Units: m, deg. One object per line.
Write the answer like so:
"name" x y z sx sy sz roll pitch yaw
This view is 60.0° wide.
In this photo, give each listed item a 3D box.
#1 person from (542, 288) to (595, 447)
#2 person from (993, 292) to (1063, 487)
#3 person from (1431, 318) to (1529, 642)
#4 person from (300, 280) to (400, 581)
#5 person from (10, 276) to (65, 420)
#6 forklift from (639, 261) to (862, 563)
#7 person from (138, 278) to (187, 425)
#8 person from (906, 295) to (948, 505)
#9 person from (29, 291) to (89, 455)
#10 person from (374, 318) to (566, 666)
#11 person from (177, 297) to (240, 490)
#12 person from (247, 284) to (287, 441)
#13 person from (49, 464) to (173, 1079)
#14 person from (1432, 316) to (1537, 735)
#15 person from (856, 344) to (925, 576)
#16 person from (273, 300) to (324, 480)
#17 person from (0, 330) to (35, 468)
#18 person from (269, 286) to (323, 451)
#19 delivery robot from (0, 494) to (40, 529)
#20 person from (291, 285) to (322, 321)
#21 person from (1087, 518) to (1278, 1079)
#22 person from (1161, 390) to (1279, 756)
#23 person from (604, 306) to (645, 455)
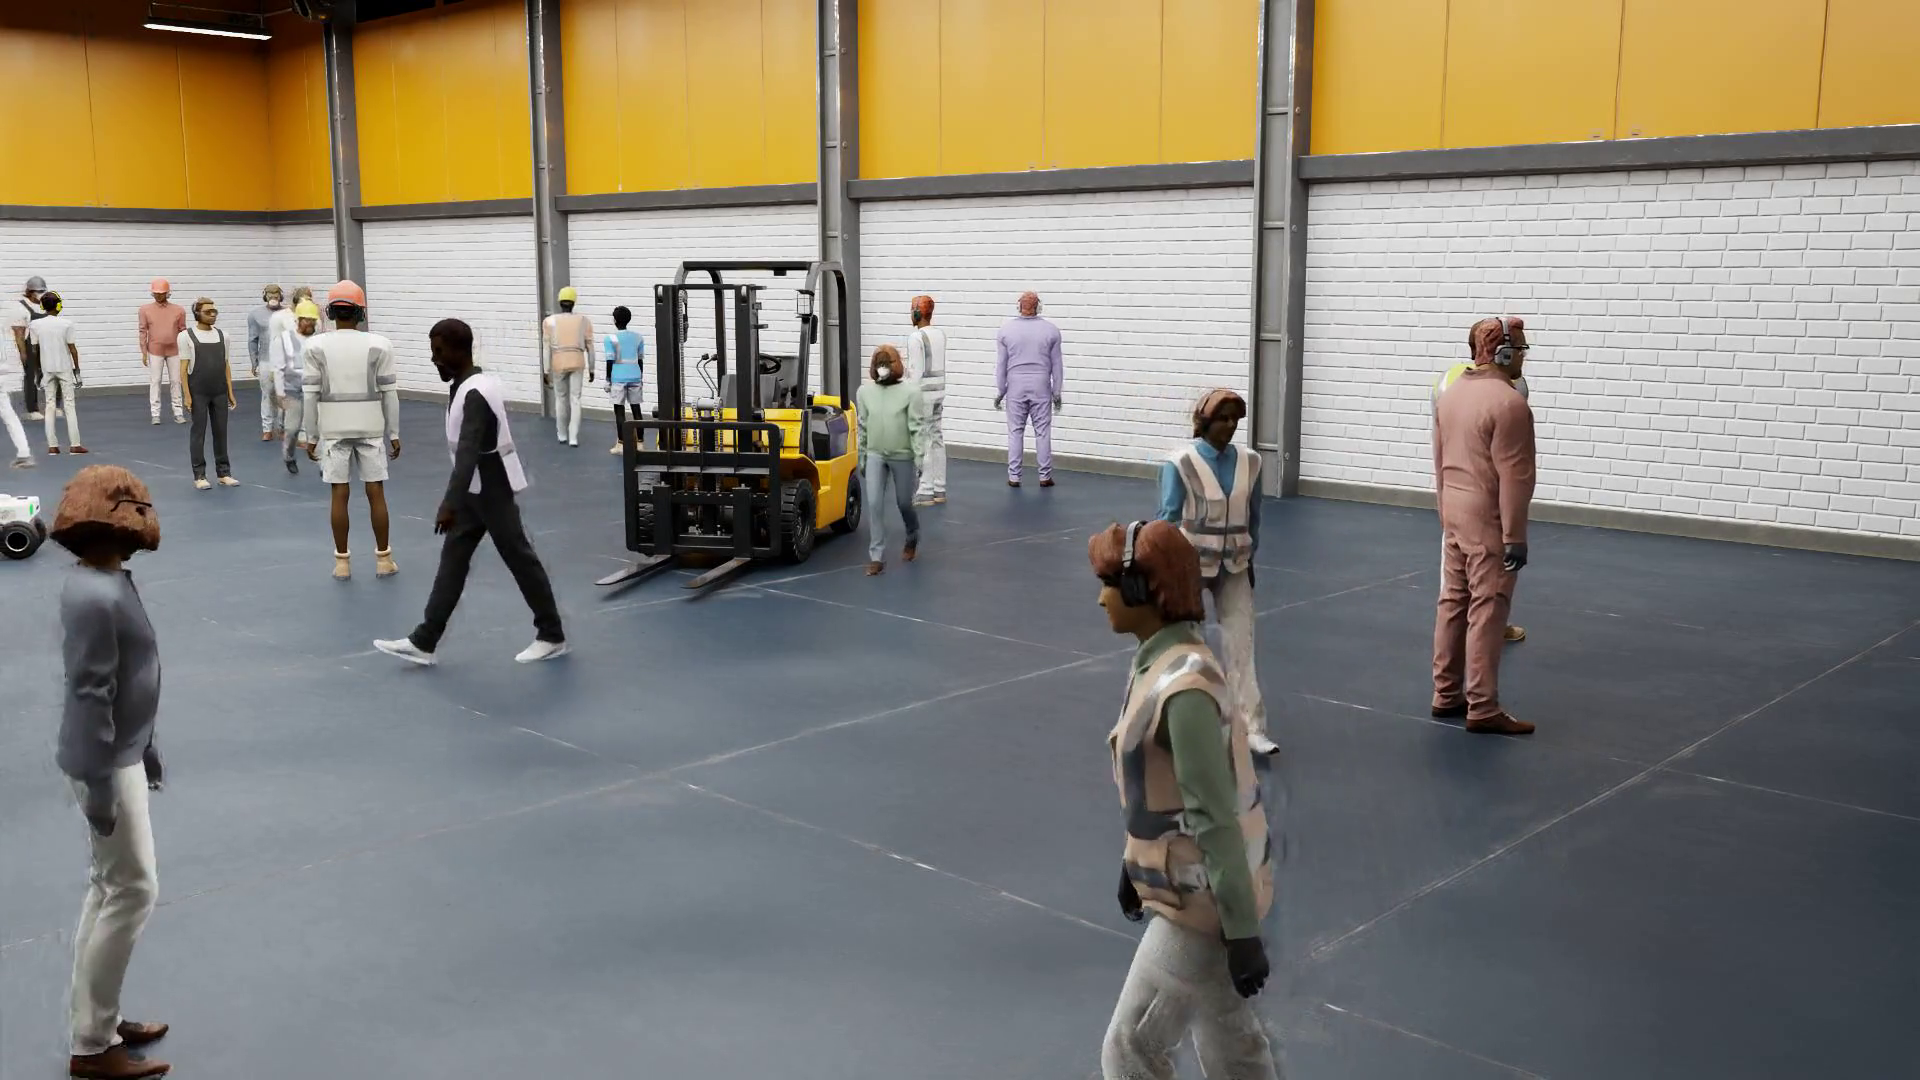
"person" -4.707 -2.081 20.032 0.611 1.881 0.938 -2 10 -14
"person" 0.666 -1.457 16.198 0.690 1.896 0.396 0 9 1
"person" 2.990 -0.338 9.496 0.429 1.845 0.620 -7 12 -36
"person" -4.149 -0.744 11.365 0.613 2.041 0.393 -3 10 -17
"person" -12.900 -2.690 23.306 0.594 2.000 0.726 4 10 25
"forklift" -1.552 -1.040 12.721 1.214 2.155 2.313 2 9 11
"person" -10.872 -2.574 22.752 0.612 1.987 0.399 -6 11 -34
"person" -0.311 -1.254 14.981 0.337 1.882 0.585 5 10 27
"person" -10.308 -1.902 18.992 0.519 1.873 0.328 -1 9 -9
"person" -2.589 -0.236 8.815 1.016 1.851 0.623 -5 10 -26
"person" -7.259 -1.413 16.075 0.345 1.847 0.506 7 12 37
"person" -8.447 -2.190 20.559 0.630 1.938 0.372 -4 10 -23
"person" -2.262 0.604 4.434 0.334 1.611 0.542 -4 10 -23
"person" 2.440 -0.072 7.666 0.400 1.907 0.644 -2 9 -12
"person" -0.471 -0.586 11.742 0.509 1.605 0.758 2 10 14
"person" -6.604 -1.511 16.772 0.611 1.810 0.748 -6 11 -33
"person" -10.357 -1.656 17.657 1.038 1.831 0.583 2 10 14
"person" -7.794 -2.008 19.502 0.666 1.919 0.535 -9 13 -44
"delivery robot" -7.176 -0.188 12.220 0.707 0.478 0.477 -4 10 -22
"person" -9.311 -2.657 23.551 0.434 1.889 0.674 3 10 16
"person" 0.482 0.758 3.470 0.614 1.608 0.532 1 9 6
"person" 1.120 0.131 7.360 0.536 1.584 0.856 -3 10 -20
"person" -3.845 -1.825 19.053 0.317 1.695 0.540 9 13 44
